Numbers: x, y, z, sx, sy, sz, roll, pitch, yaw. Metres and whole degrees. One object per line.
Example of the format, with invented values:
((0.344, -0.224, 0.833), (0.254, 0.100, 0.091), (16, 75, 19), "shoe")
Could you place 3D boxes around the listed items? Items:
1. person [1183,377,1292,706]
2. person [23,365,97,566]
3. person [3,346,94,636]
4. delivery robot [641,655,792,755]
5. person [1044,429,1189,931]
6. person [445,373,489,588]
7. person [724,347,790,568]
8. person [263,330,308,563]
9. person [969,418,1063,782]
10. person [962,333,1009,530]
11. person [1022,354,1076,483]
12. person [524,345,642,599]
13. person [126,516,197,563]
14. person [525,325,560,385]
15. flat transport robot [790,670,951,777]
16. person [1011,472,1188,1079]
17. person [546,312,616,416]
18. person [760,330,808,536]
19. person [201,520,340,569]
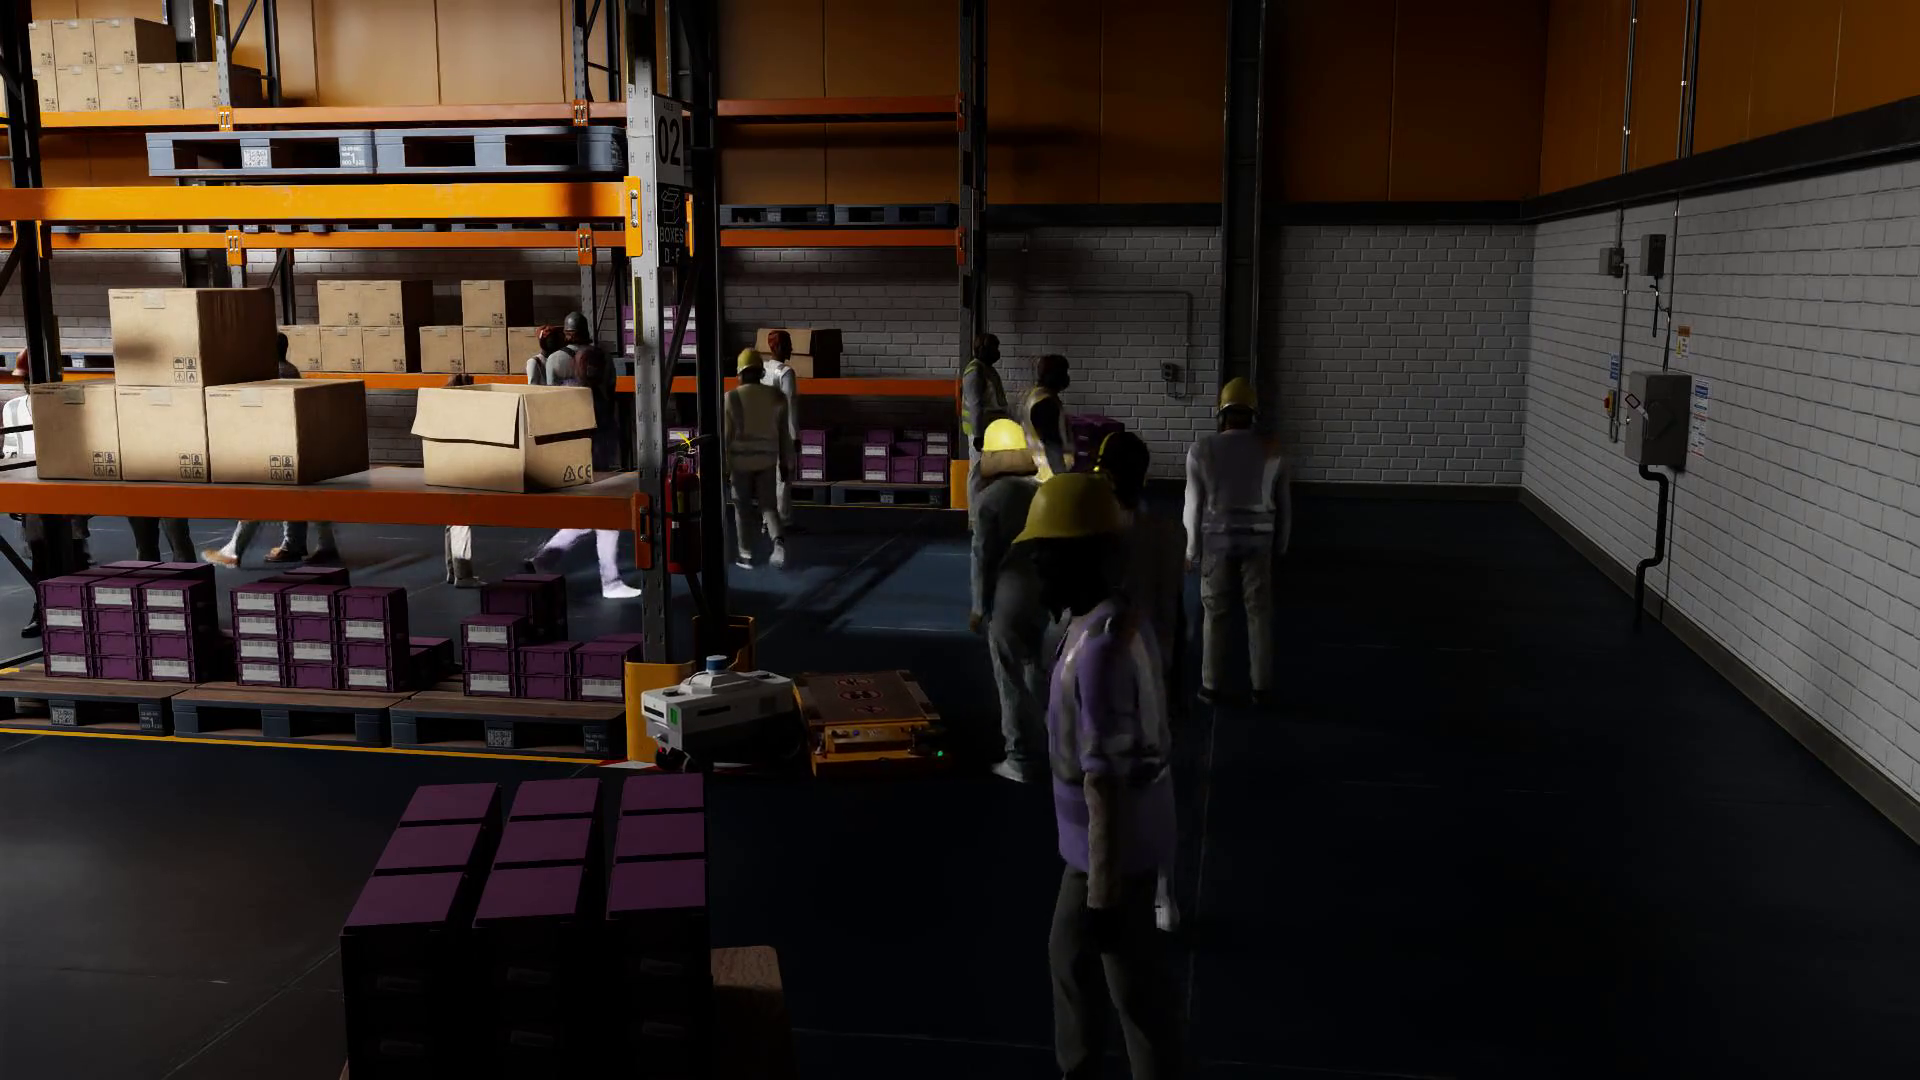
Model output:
((1.535, 0.014, 9.244), (0.600, 1.830, 0.404), (0, 9, 2), "person")
((-7.534, -0.664, 13.763), (0.882, 1.729, 0.523), (8, 12, 40), "person")
((-6.007, -0.318, 10.985), (0.552, 1.933, 0.368), (-2, 9, -10), "person")
((-1.171, 0.800, 8.025), (0.707, 0.478, 0.477), (-7, 12, -39), "delivery robot")
((0.580, 0.533, 5.945), (0.547, 1.858, 0.359), (-6, 11, -32), "person")
((-3.812, -0.452, 12.730), (0.312, 1.639, 0.518), (-5, 10, -27), "person")
((-1.639, -0.639, 13.371), (0.595, 1.811, 0.646), (-4, 10, -25), "person")
((-5.652, -0.783, 13.857), (0.372, 1.940, 0.630), (-1, 9, -9), "person")
((0.271, 0.290, 7.881), (0.495, 1.722, 0.473), (-8, 12, -40), "person")
((0.237, -1.009, 15.561), (0.429, 1.841, 0.633), (2, 9, 12), "person")
((0.620, -0.506, 12.646), (0.967, 1.803, 0.618), (1, 9, 6), "person")
((-2.784, -0.479, 12.158), (0.773, 1.878, 0.647), (-6, 11, -32), "person")
((-5.499, -0.384, 11.387), (0.628, 1.940, 0.373), (1, 9, 4), "person")
((-4.082, -1.183, 16.517), (0.358, 1.882, 0.574), (3, 10, 16), "person")
((-0.492, 0.906, 8.535), (0.652, 0.197, 1.431), (-2, 9, -11), "flat transport robot")
((0.371, 0.776, 4.335), (0.525, 1.898, 0.633), (1, 9, 3), "person")
((-3.650, -1.162, 15.895), (0.688, 2.000, 0.536), (-6, 11, -35), "person")
((-1.647, -0.978, 15.236), (0.346, 1.882, 0.584), (-8, 12, -39), "person")
((-5.617, -0.696, 13.527), (1.058, 1.876, 0.618), (-2, 9, -14), "person")
